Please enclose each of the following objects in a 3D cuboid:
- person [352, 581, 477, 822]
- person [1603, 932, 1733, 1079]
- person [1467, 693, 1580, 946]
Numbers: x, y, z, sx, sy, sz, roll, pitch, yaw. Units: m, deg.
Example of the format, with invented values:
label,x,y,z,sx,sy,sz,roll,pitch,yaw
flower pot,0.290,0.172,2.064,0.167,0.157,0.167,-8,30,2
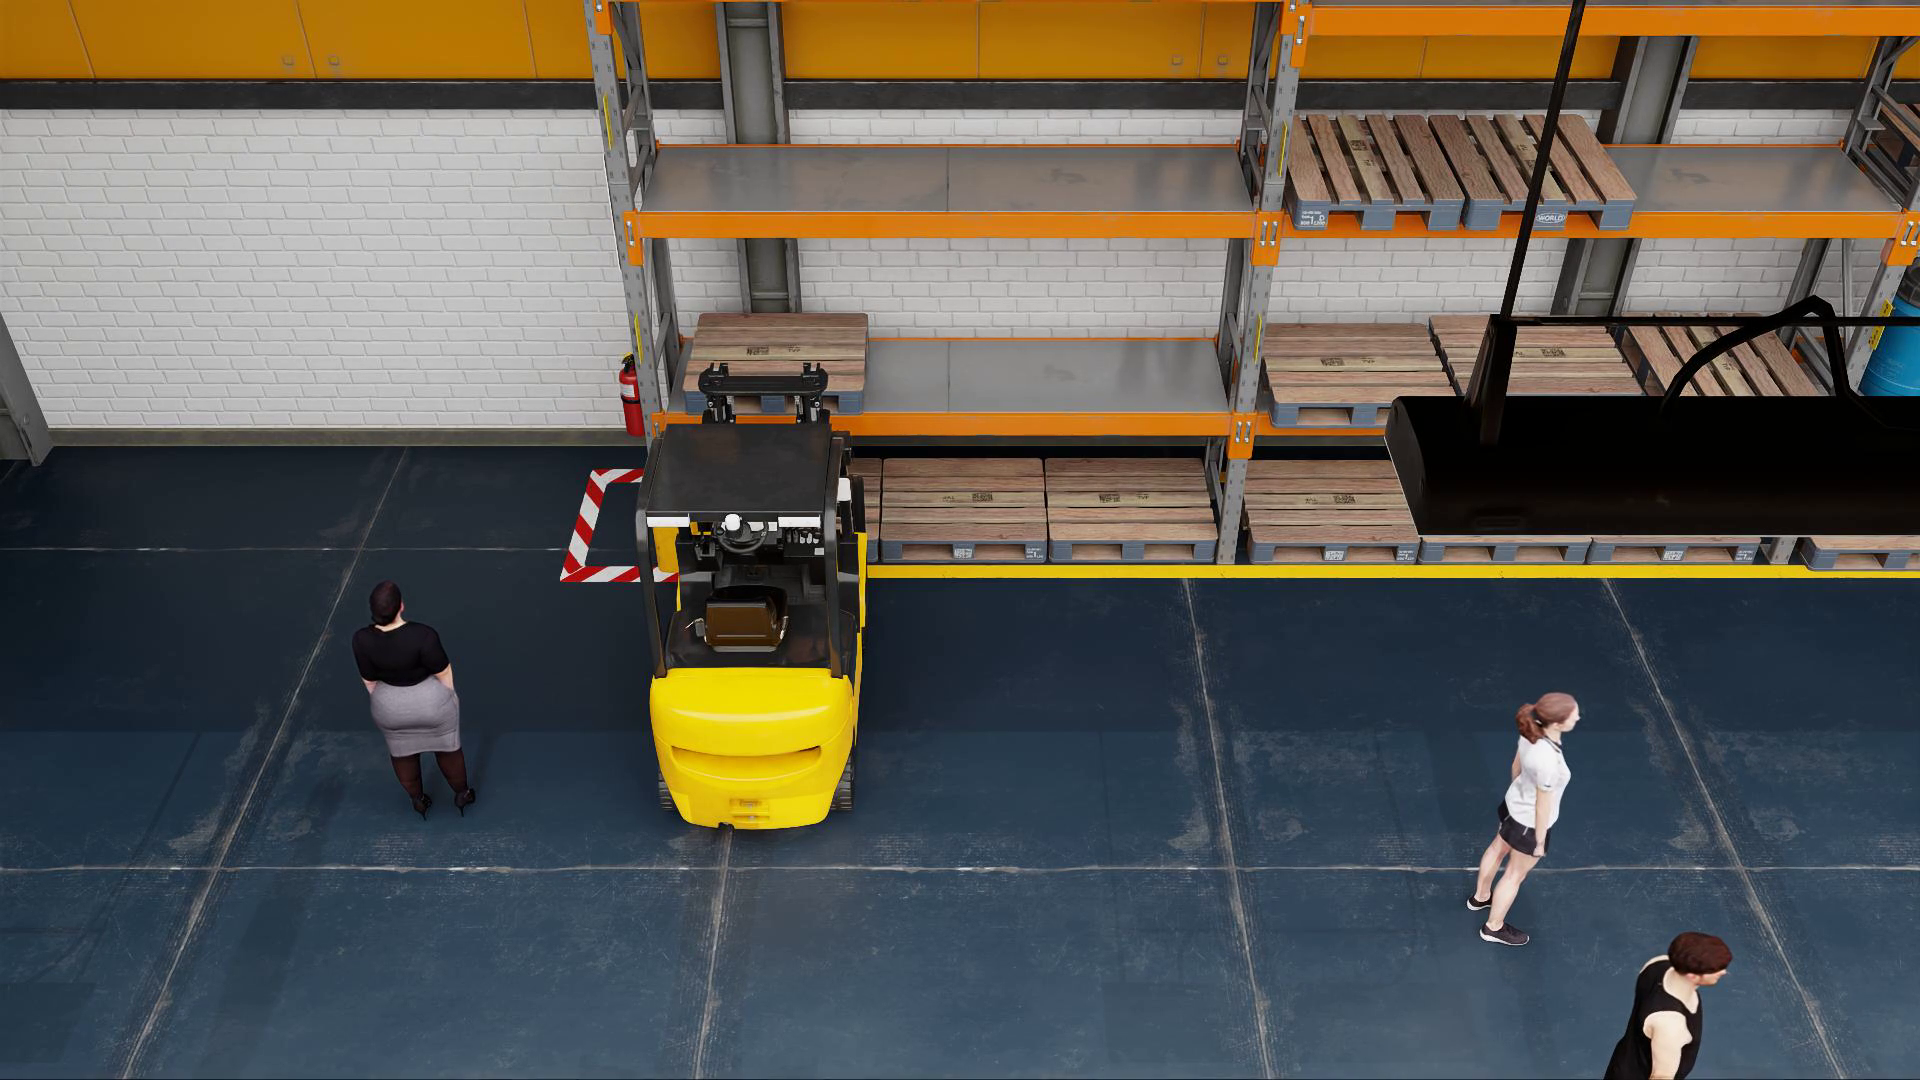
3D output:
label,x,y,z,sx,sy,sz,roll,pitch,yaw
person,-3.160,0.952,9.634,0.576,1.760,0.743,-4,39,-5
person,3.154,2.446,7.659,0.659,1.892,0.733,9,39,11
person,3.047,1.486,8.973,0.556,1.752,0.564,-1,39,-2
